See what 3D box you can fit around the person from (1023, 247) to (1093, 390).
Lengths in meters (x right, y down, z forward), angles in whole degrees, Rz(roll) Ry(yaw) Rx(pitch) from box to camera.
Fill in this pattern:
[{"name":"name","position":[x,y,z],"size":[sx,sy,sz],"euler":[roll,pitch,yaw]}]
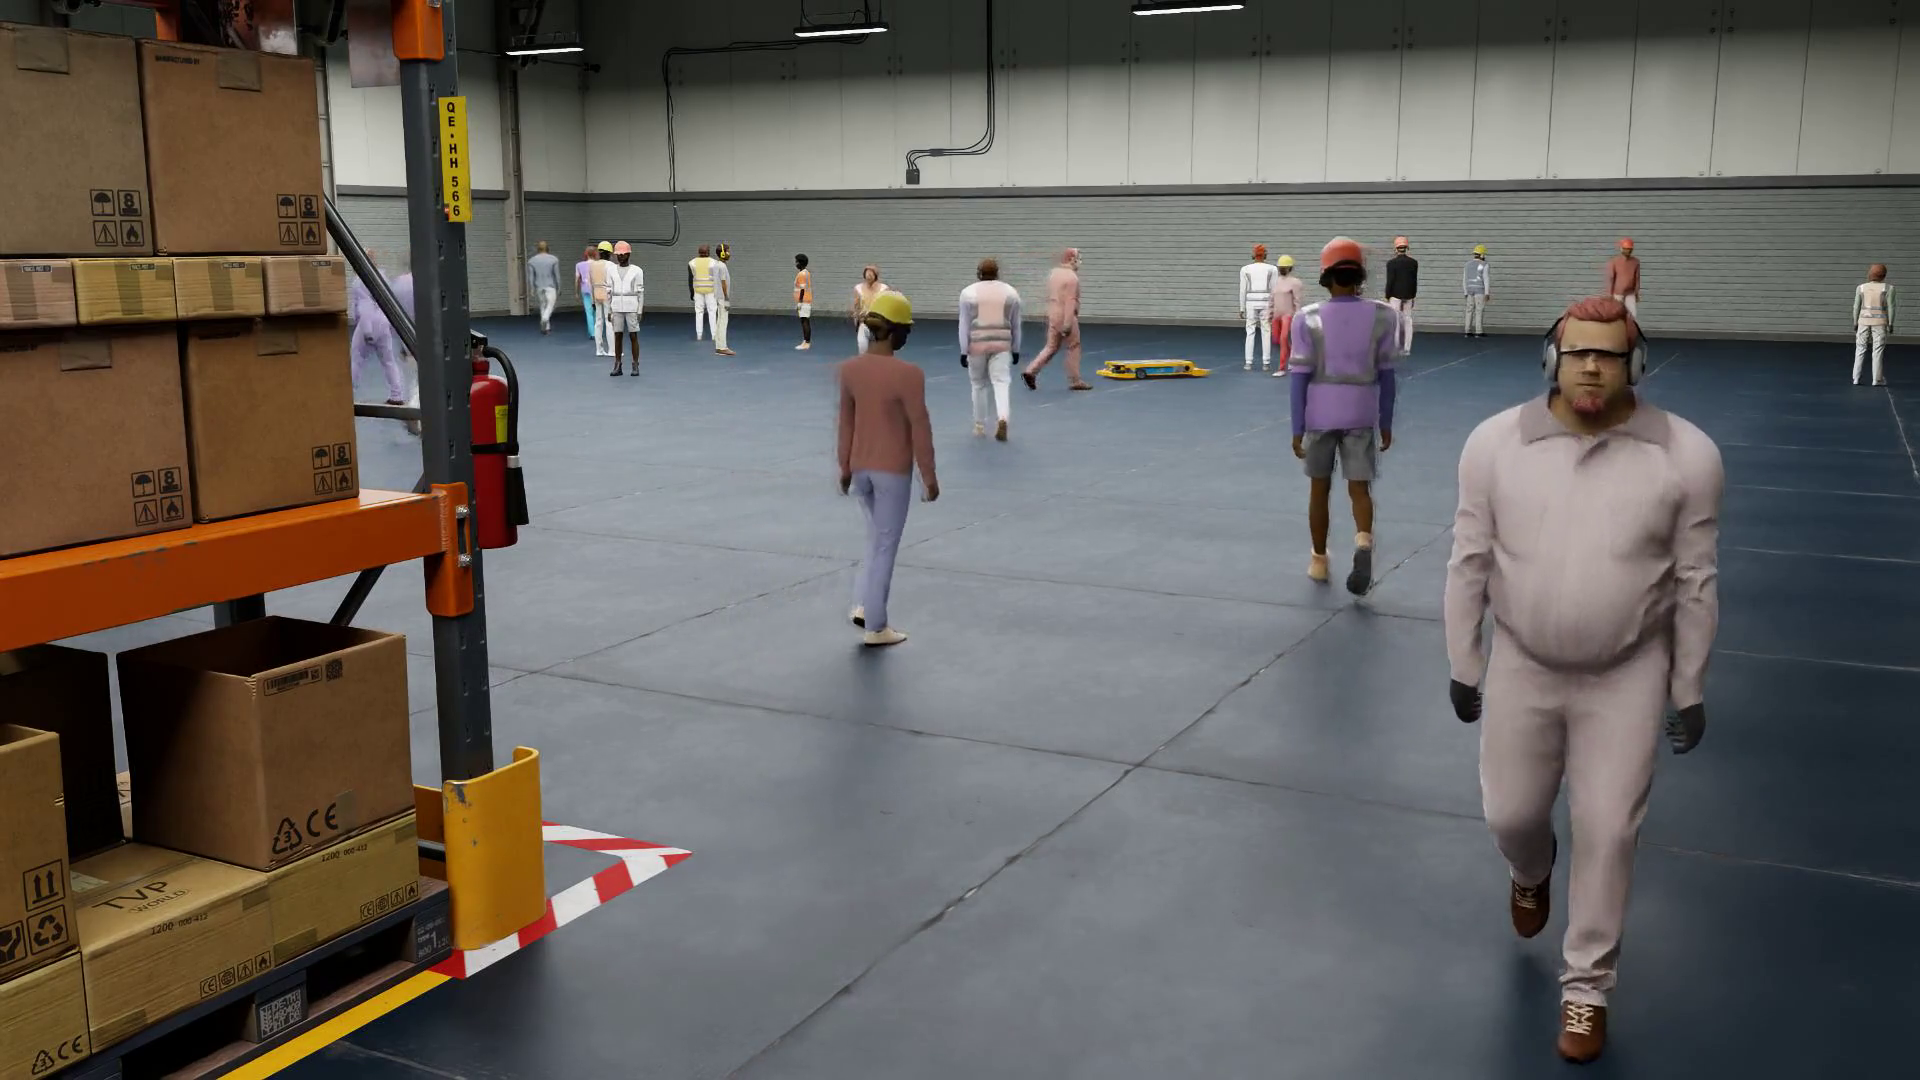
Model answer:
[{"name":"person","position":[1.275,-2.869,21.685],"size":[0.865,1.872,0.677],"euler":[-4,11,-23]}]

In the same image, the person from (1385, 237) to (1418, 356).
[{"name":"person","position":[7.411,-4.099,28.030],"size":[0.612,1.991,0.392],"euler":[-4,11,-21]}]

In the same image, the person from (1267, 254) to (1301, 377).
[{"name":"person","position":[4.715,-3.239,23.984],"size":[0.599,1.748,0.538],"euler":[-8,13,-38]}]

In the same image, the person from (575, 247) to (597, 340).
[{"name":"person","position":[-7.199,-4.811,32.484],"size":[0.565,1.799,1.003],"euler":[-4,11,-21]}]

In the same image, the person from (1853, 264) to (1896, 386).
[{"name":"person","position":[12.275,-2.881,22.355],"size":[0.305,1.637,0.522],"euler":[-9,14,-41]}]

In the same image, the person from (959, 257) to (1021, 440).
[{"name":"person","position":[0.306,-1.909,16.584],"size":[0.639,1.819,0.852],"euler":[-1,10,-7]}]

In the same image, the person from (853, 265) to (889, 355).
[{"name":"person","position":[-1.204,-2.941,22.741],"size":[0.522,1.615,0.486],"euler":[1,10,3]}]

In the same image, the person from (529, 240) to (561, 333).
[{"name":"person","position":[-8.528,-5.173,34.092],"size":[0.635,1.920,0.784],"euler":[1,10,7]}]

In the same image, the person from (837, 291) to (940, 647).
[{"name":"person","position":[-0.352,-0.342,8.192],"size":[0.540,1.748,0.434],"euler":[10,14,42]}]

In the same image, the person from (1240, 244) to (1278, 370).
[{"name":"person","position":[4.504,-3.505,25.085],"size":[0.575,1.884,0.355],"euler":[2,11,9]}]

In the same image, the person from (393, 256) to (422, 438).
[{"name":"person","position":[-5.349,-1.931,16.424],"size":[0.634,1.924,0.636],"euler":[5,11,23]}]

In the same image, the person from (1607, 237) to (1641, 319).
[{"name":"person","position":[11.938,-4.442,29.924],"size":[0.655,1.977,0.435],"euler":[-1,10,-7]}]

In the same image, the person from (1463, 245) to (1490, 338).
[{"name":"person","position":[10.252,-4.921,32.950],"size":[0.403,1.830,0.600],"euler":[-7,12,-33]}]

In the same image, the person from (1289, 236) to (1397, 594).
[{"name":"person","position":[2.156,-0.692,9.379],"size":[0.617,2.023,0.850],"euler":[0,10,3]}]

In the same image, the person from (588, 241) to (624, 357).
[{"name":"person","position":[-5.922,-4.018,27.787],"size":[0.585,1.918,0.382],"euler":[6,12,28]}]

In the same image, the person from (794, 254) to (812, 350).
[{"name":"person","position":[-2.779,-4.209,29.430],"size":[0.318,1.699,0.534],"euler":[0,10,2]}]

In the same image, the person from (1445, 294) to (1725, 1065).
[{"name":"person","position":[1.589,0.311,4.293],"size":[0.652,1.887,0.709],"euler":[5,11,25]}]

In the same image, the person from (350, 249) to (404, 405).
[{"name":"person","position":[-7.058,-2.497,19.650],"size":[0.979,1.857,0.651],"euler":[1,10,8]}]

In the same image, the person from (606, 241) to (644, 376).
[{"name":"person","position":[-4.823,-3.321,23.932],"size":[0.544,1.939,0.355],"euler":[1,10,3]}]

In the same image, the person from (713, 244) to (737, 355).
[{"name":"person","position":[-4.008,-4.077,28.242],"size":[0.328,1.872,0.510],"euler":[-5,11,-23]}]

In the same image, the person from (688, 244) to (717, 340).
[{"name":"person","position":[-4.946,-4.804,32.284],"size":[0.624,1.845,0.430],"euler":[1,10,5]}]

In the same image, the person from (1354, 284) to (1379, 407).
[{"name":"person","position":[4.429,-2.206,18.771],"size":[0.825,1.585,0.523],"euler":[-8,13,-38]}]

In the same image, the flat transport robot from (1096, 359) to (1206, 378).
[{"name":"flat transport robot","position":[2.724,-2.451,23.741],"size":[1.431,0.197,0.652],"euler":[-4,11,-21]}]
